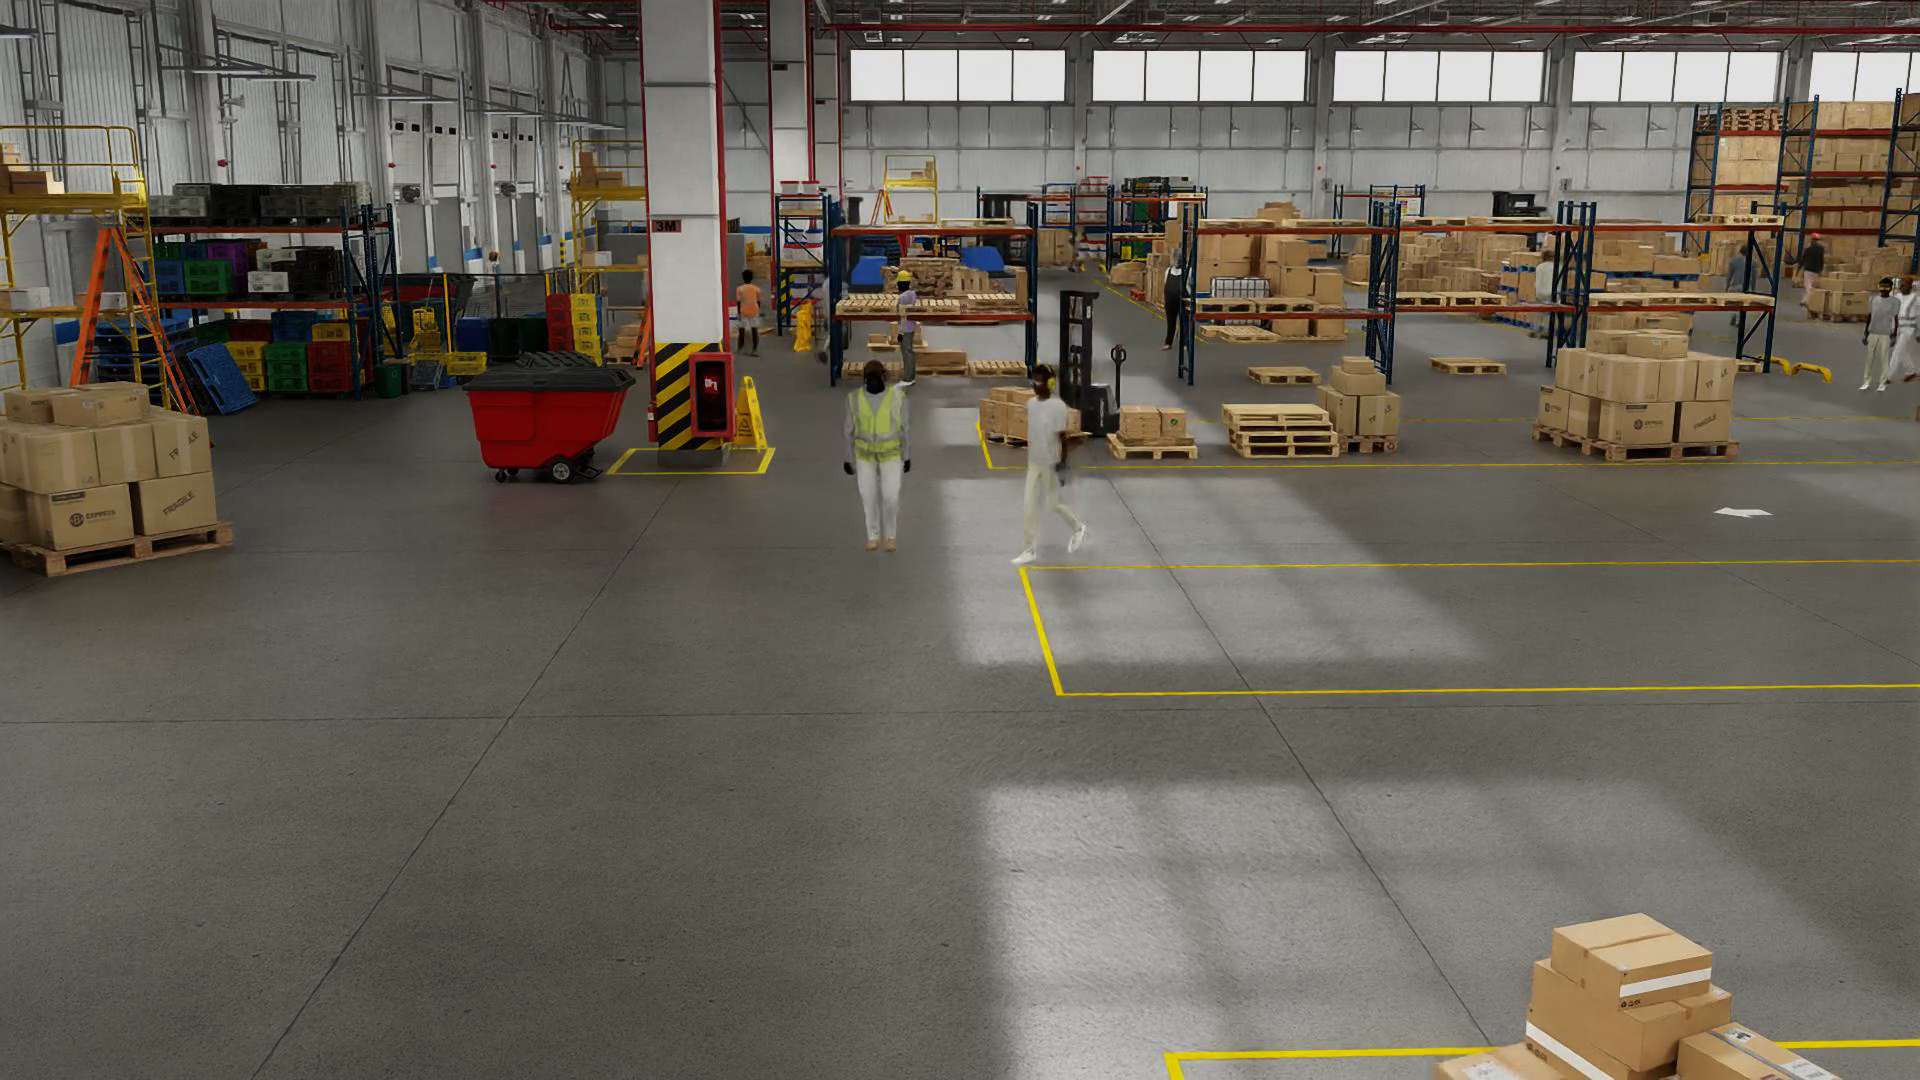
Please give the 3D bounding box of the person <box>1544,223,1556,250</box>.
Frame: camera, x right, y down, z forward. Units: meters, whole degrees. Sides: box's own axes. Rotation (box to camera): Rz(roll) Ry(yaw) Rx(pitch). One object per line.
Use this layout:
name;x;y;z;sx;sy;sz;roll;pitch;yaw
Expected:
person;18.888;-9.105;52.974;0.548;1.936;0.378;3;13;15

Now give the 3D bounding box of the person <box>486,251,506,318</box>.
person;-11.440;-6.268;40.867;0.523;1.631;0.323;11;17;42

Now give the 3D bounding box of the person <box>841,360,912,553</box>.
person;-0.789;-0.772;15.615;0.654;1.822;0.550;1;13;4

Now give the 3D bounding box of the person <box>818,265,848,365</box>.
person;-2.291;-4.103;30.405;0.646;1.927;0.508;12;17;43

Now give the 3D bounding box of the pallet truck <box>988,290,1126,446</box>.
pallet truck;1.257;-2.299;22.111;1.885;1.965;0.823;-9;15;-35

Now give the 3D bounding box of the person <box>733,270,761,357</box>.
person;-4.163;-4.419;32.415;0.556;1.663;0.792;-8;15;-32

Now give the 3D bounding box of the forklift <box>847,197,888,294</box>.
forklift;-3.061;-8.629;48.682;1.873;2.768;1.129;0;12;-2

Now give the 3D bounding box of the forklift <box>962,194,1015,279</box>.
forklift;1.071;-10.094;55.295;1.873;2.768;1.129;-7;14;-30

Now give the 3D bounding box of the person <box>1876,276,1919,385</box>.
person;15.972;-3.545;28.133;0.980;1.844;0.592;-5;13;-20

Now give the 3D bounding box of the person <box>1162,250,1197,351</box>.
person;4.367;-4.805;33.327;0.680;2.000;0.536;8;15;32

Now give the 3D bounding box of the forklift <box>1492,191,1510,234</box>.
forklift;20.362;-11.777;62.892;1.873;2.768;1.129;0;12;-2

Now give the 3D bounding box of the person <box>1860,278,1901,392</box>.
person;15.065;-3.361;27.229;0.325;1.860;0.514;-12;17;-43

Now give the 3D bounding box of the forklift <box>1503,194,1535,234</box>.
forklift;18.462;-10.066;55.169;1.129;2.768;1.873;-1;13;-3

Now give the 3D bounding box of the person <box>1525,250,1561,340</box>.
person;12.553;-5.275;35.766;0.631;1.896;0.768;-3;13;-13

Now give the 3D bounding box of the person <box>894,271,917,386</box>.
person;-0.914;-3.543;27.880;0.363;1.930;0.587;3;13;13

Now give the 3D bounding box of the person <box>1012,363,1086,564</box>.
person;0.827;-0.719;15.333;0.806;1.849;0.519;-12;17;-42

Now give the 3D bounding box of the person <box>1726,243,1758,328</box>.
person;18.023;-5.863;38.357;0.655;1.922;0.526;5;13;20

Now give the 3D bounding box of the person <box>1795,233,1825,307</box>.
person;22.529;-7.139;44.063;0.671;1.959;0.666;-4;13;-17

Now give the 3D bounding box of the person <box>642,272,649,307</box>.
person;-6.427;-5.122;35.045;0.620;1.907;0.534;-12;17;-43
